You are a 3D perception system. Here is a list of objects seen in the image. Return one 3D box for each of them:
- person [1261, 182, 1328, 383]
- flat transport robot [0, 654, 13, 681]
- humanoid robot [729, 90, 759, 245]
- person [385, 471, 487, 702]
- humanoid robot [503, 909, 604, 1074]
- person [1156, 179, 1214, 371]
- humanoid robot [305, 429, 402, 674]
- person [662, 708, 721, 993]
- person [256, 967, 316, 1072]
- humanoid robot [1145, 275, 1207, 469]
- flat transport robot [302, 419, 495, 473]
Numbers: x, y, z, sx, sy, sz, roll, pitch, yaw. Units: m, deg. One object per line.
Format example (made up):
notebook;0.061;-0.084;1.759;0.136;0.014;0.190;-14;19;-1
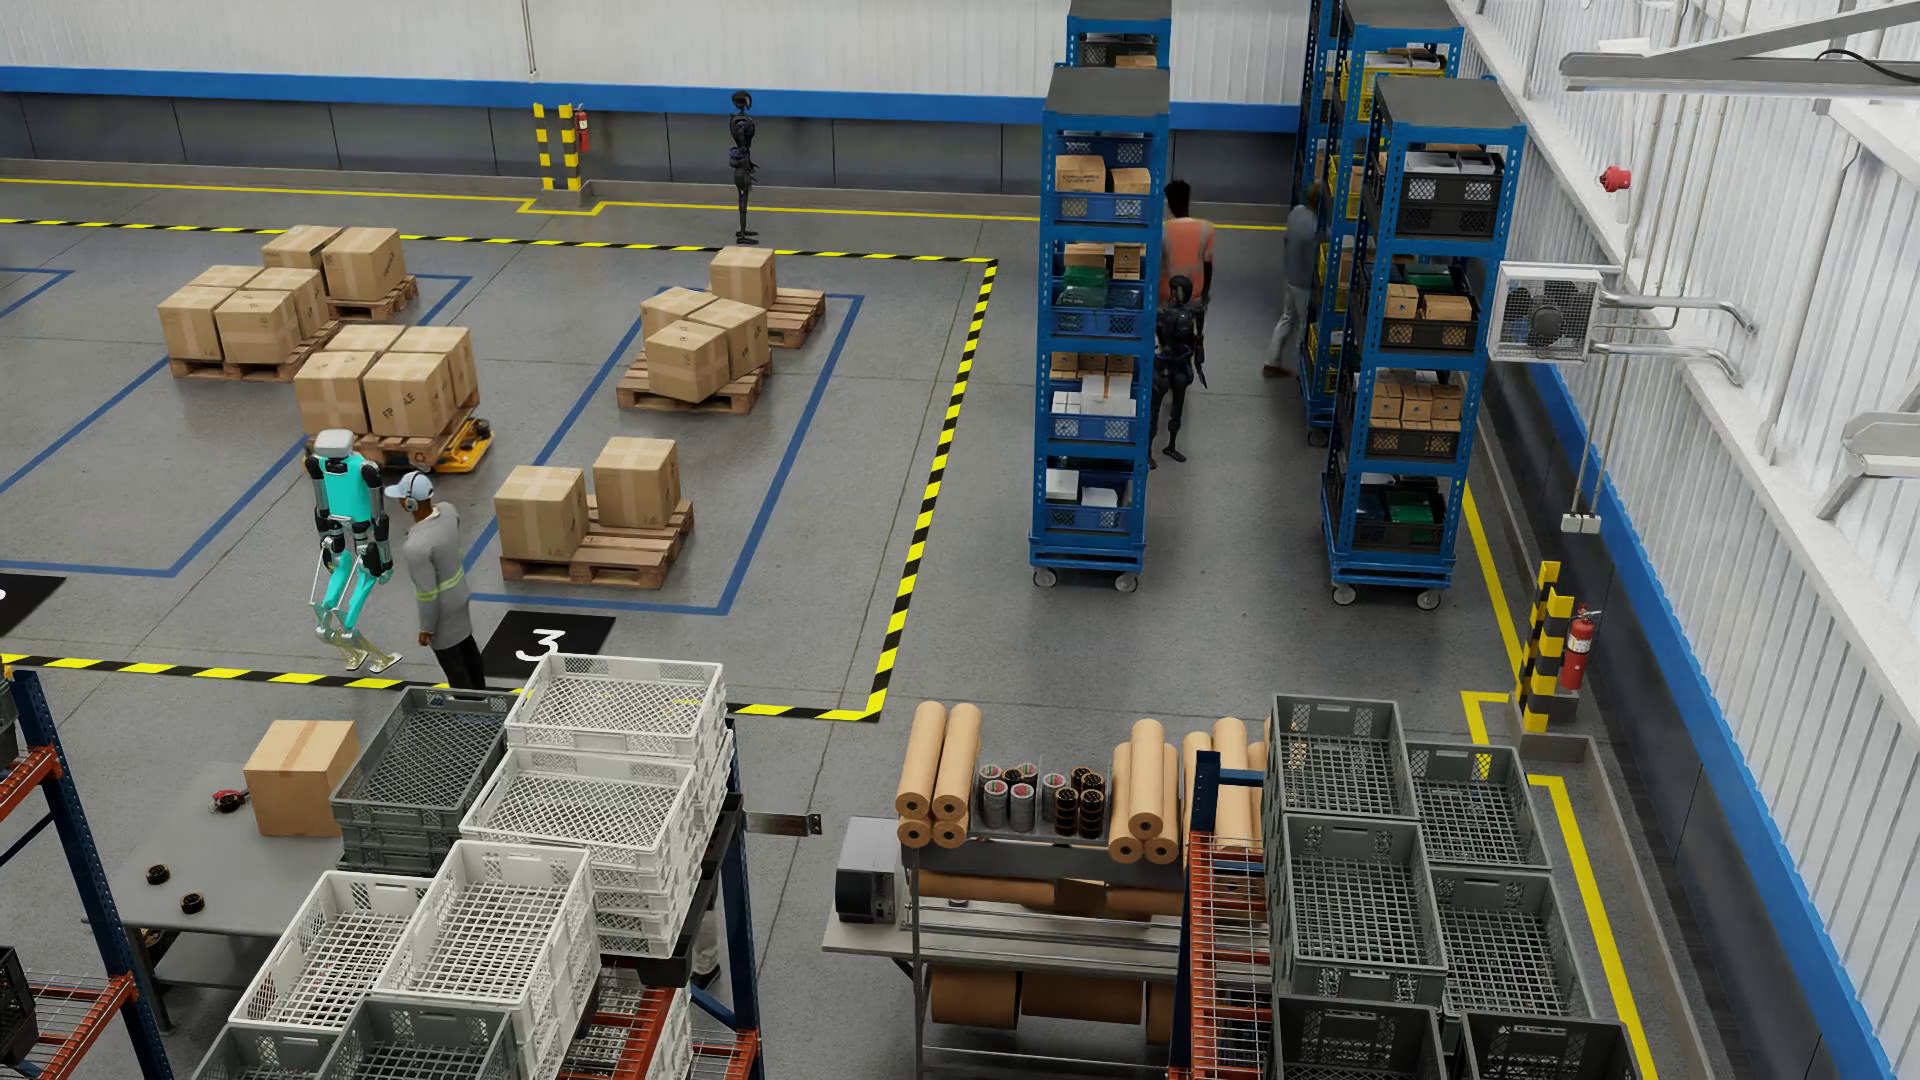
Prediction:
person;3.103;-2.304;15.019;0.548;1.937;0.650;-6;31;-11
flat transport robot;-7.142;0.969;11.010;1.431;0.231;0.659;3;30;6
humanoid robot;-2.378;-4.125;18.341;0.315;1.659;0.599;-2;30;-4
person;-3.271;0.398;10.416;0.399;1.852;0.589;3;30;6
humanoid robot;-1.981;2.150;7.642;0.792;1.634;0.600;-20;36;-30
person;1.972;-2.228;14.840;0.654;1.934;0.644;-8;31;-14
humanoid robot;-4.035;0.159;10.804;0.533;1.681;0.735;9;31;15
person;-1.470;1.552;8.456;0.590;1.828;0.404;24;38;35
person;-2.612;2.445;6.918;0.619;1.837;0.430;23;38;34
humanoid robot;1.746;-1.388;13.645;0.599;1.656;0.315;-13;33;-21
flat transport robot;-4.742;-0.825;14.063;1.431;0.197;0.652;2;30;4
